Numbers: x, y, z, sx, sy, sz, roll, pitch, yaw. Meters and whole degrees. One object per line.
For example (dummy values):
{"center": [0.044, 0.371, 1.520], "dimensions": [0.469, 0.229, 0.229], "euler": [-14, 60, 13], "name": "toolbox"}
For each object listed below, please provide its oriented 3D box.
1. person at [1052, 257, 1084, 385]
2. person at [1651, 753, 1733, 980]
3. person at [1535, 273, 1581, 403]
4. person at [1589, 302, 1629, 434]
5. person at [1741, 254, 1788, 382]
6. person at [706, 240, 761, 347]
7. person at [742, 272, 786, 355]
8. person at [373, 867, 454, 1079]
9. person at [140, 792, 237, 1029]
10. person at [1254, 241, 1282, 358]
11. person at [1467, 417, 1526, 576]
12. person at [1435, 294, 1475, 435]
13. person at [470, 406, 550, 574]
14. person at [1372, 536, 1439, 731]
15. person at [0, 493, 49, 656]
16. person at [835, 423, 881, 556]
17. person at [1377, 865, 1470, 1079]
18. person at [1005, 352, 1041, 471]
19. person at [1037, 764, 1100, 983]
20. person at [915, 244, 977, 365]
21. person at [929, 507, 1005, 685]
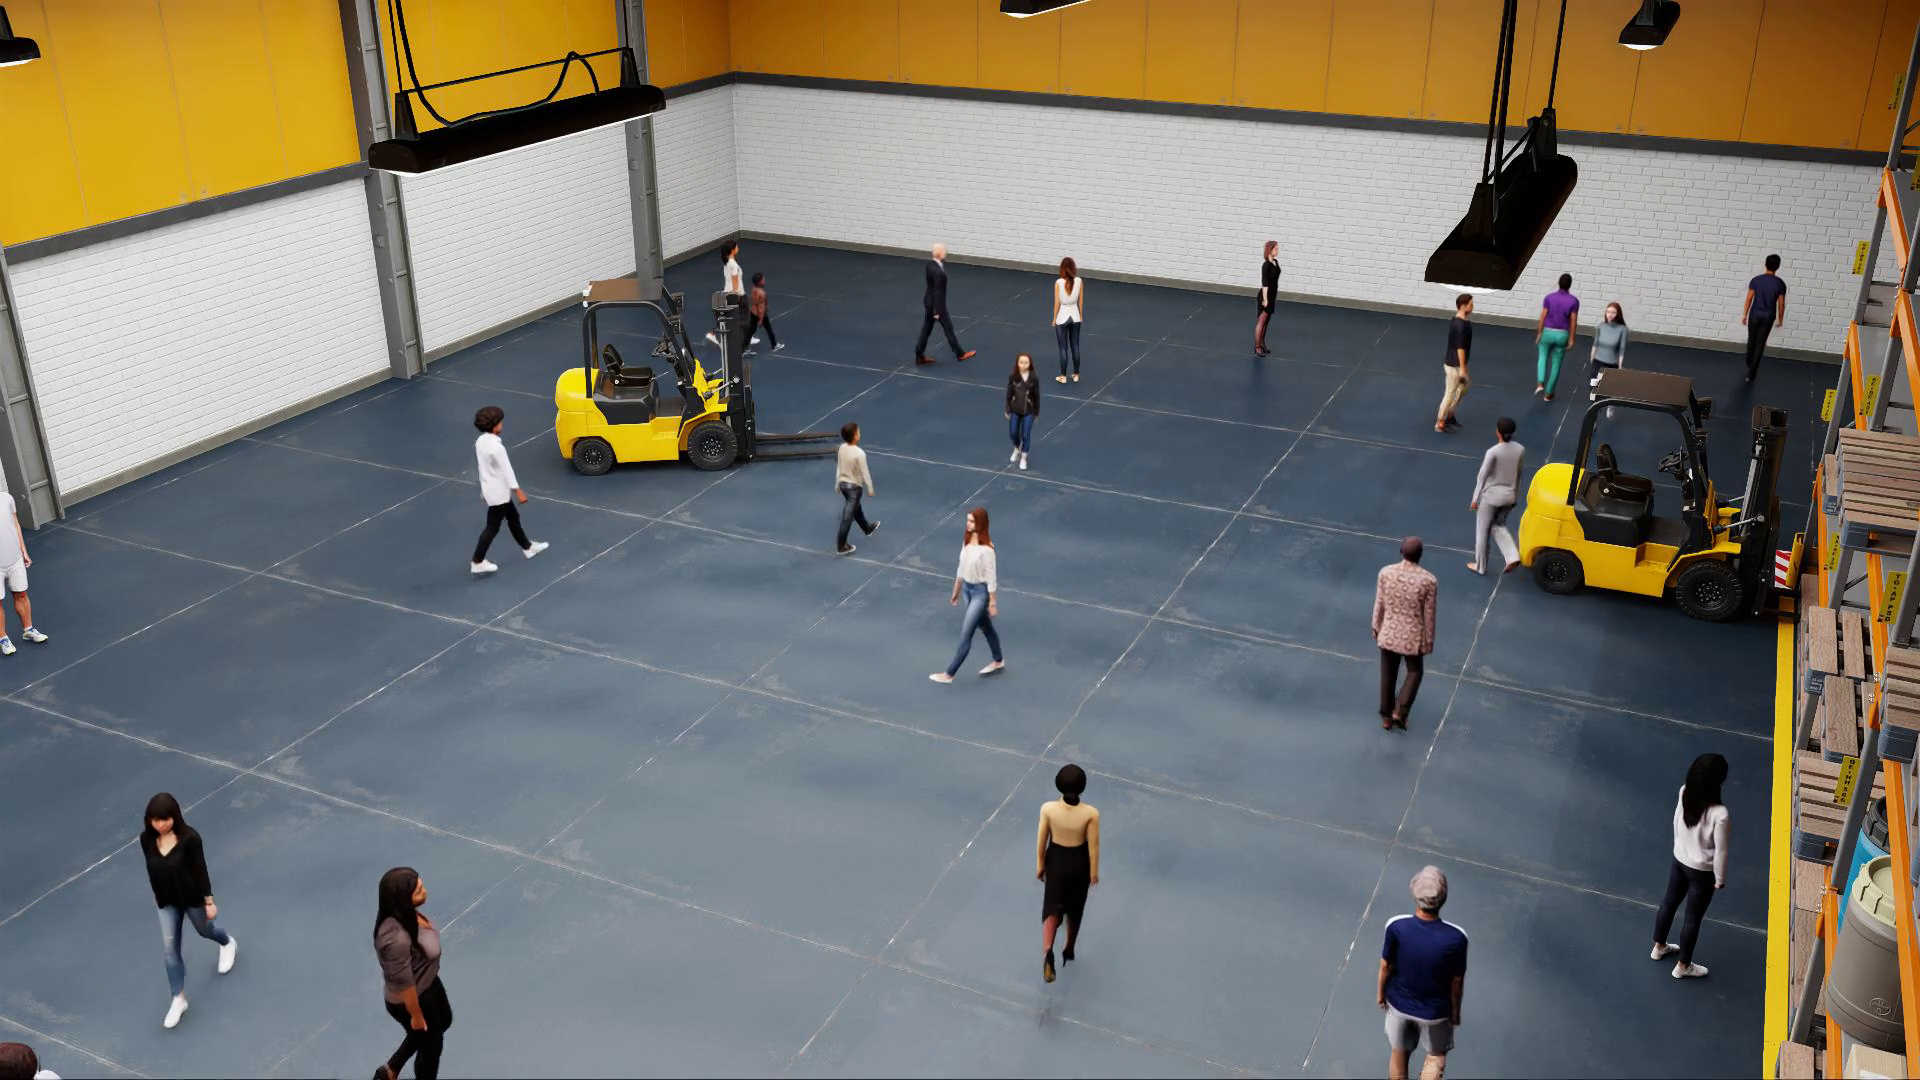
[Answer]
{"center": [1.518, -3.066, 23.219], "dimensions": [0.663, 1.785, 0.711], "euler": [-7, 24, -15], "name": "person"}
{"center": [4.988, 2.190, 11.300], "dimensions": [0.767, 1.701, 0.705], "euler": [-8, 25, -17], "name": "person"}
{"center": [8.021, -2.712, 22.442], "dimensions": [0.627, 1.758, 0.668], "euler": [10, 26, 23], "name": "person"}
{"center": [8.315, -2.214, 21.343], "dimensions": [0.713, 1.726, 1.028], "euler": [18, 29, 35], "name": "person"}
{"center": [11.216, -3.070, 23.280], "dimensions": [0.755, 1.743, 1.163], "euler": [14, 27, 28], "name": "person"}
{"center": [-3.439, -3.644, 24.746], "dimensions": [1.116, 1.621, 0.946], "euler": [-13, 27, -28], "name": "person"}
{"center": [-3.016, -3.298, 24.452], "dimensions": [0.991, 1.221, 0.772], "euler": [-19, 30, -36], "name": "person"}
{"center": [-3.346, 2.739, 9.887], "dimensions": [0.942, 1.826, 0.884], "euler": [-7, 25, -16], "name": "person"}
{"center": [-5.141, 2.332, 11.089], "dimensions": [0.908, 1.609, 1.142], "euler": [-1, 24, -2], "name": "person"}
{"center": [4.517, -3.563, 24.456], "dimensions": [0.660, 1.704, 0.453], "euler": [13, 27, 27], "name": "person"}
{"center": [5.620, -0.406, 17.212], "dimensions": [0.925, 1.721, 0.980], "euler": [-9, 25, -21], "name": "person"}
{"center": [6.260, -2.259, 21.303], "dimensions": [0.770, 1.841, 0.615], "euler": [6, 24, 13], "name": "person"}
{"center": [-4.892, -0.480, 17.330], "dimensions": [1.225, 1.763, 1.012], "euler": [-16, 28, -32], "name": "person"}
{"center": [3.776, 0.850, 14.247], "dimensions": [0.713, 1.795, 0.736], "euler": [12, 26, 26], "name": "person"}
{"center": [-9.111, 0.155, 15.759], "dimensions": [0.769, 1.858, 0.563], "euler": [15, 28, 30], "name": "person"}
{"center": [-1.217, -0.526, 17.839], "dimensions": [0.783, 1.439, 1.028], "euler": [21, 31, 40], "name": "person"}
{"center": [2.709, 2.775, 9.802], "dimensions": [0.693, 1.828, 0.829], "euler": [8, 25, 18], "name": "person"}
{"center": [0.768, -1.604, 20.256], "dimensions": [0.658, 1.478, 0.680], "euler": [4, 24, 9], "name": "person"}
{"center": [0.711, 2.275, 11.185], "dimensions": [0.699, 1.636, 0.905], "euler": [5, 24, 10], "name": "person"}
{"center": [-0.425, -3.356, 23.911], "dimensions": [1.190, 1.760, 1.171], "euler": [-7, 24, -15], "name": "person"}
{"center": [0.231, 0.496, 15.187], "dimensions": [1.158, 1.691, 0.994], "euler": [-13, 27, -27], "name": "person"}
